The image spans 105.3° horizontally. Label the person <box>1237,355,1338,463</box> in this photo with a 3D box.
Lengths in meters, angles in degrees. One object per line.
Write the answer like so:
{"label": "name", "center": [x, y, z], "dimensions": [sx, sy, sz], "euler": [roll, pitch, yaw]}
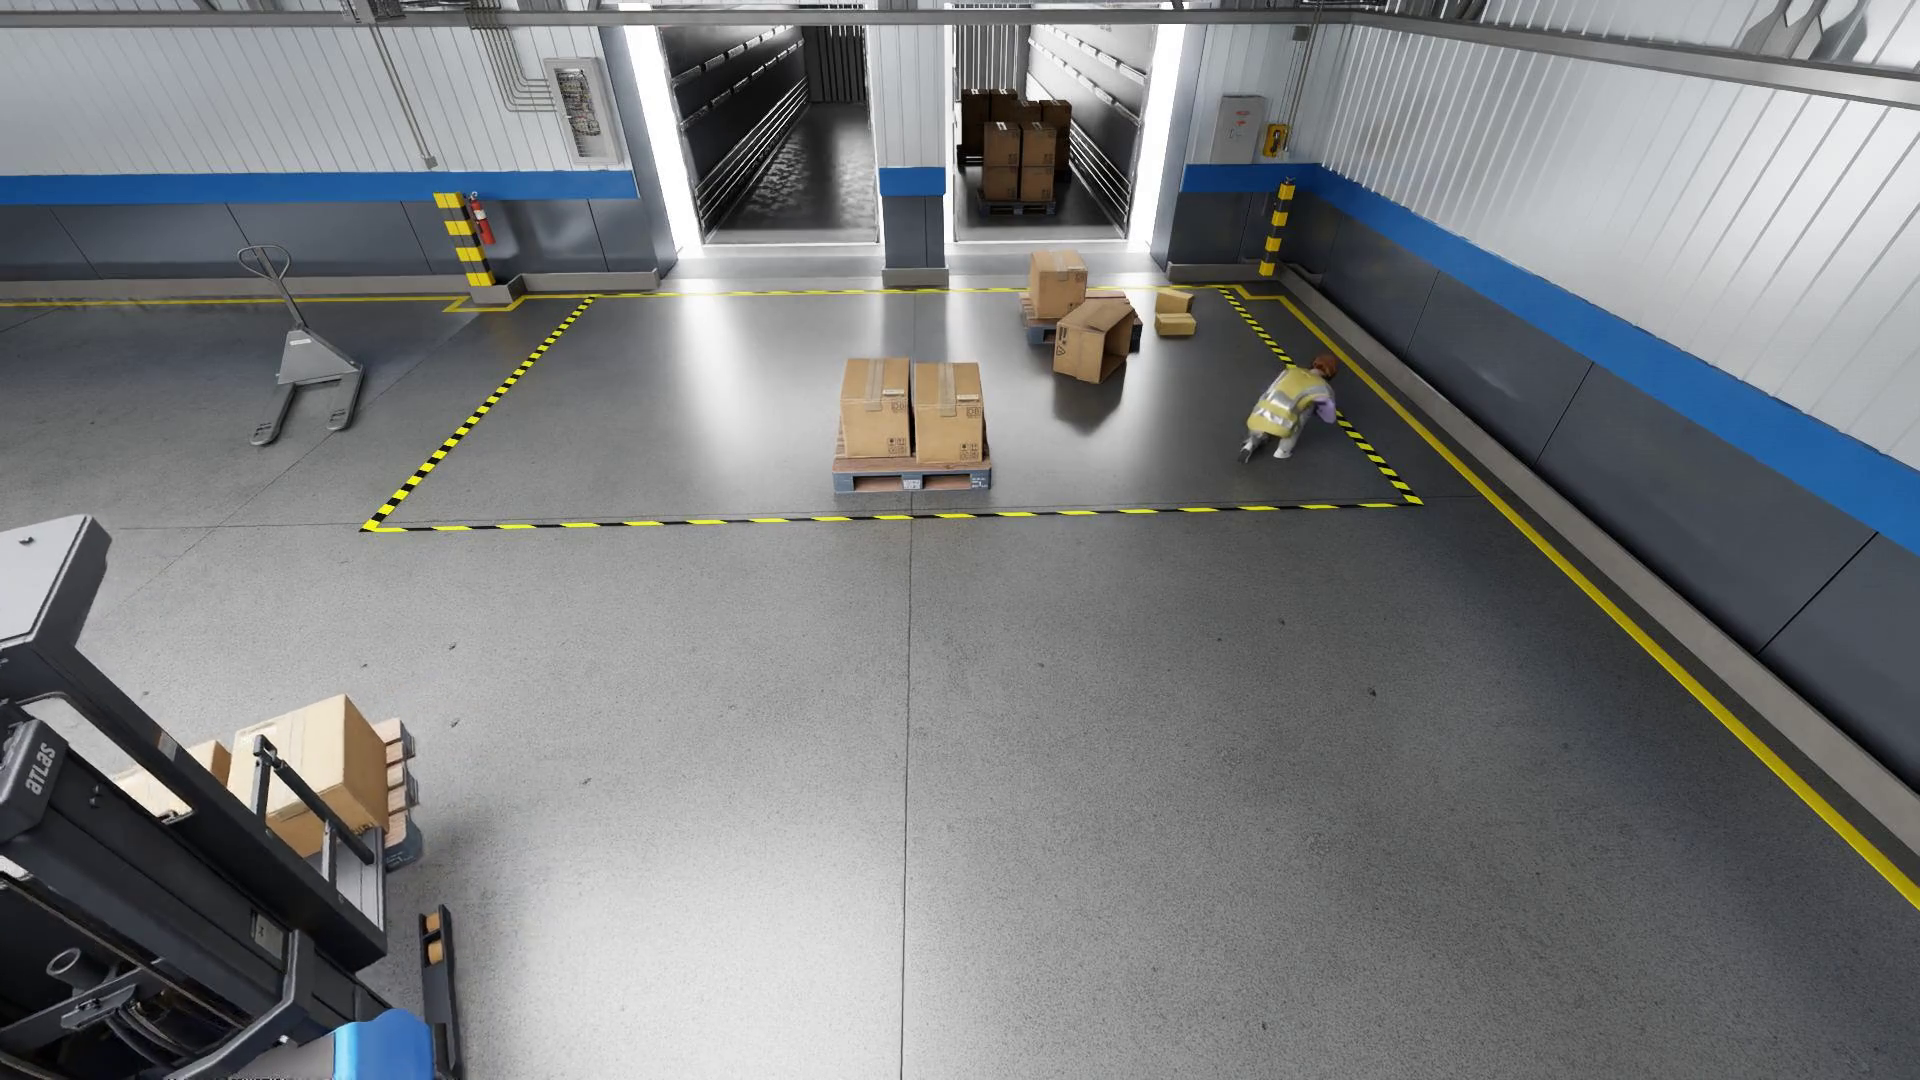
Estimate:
{"label": "person", "center": [2.615, -1.011, 5.858], "dimensions": [0.853, 0.811, 0.571], "euler": [-27, 46, -30]}

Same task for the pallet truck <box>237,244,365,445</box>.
{"label": "pallet truck", "center": [-5.915, -1.733, 6.366], "dimensions": [0.680, 1.201, 1.601], "euler": [-18, 42, -21]}

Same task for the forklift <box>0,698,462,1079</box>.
{"label": "forklift", "center": [-2.029, 1.393, 1.781], "dimensions": [0.716, 2.013, 0.776], "euler": [-22, 43, -25]}
